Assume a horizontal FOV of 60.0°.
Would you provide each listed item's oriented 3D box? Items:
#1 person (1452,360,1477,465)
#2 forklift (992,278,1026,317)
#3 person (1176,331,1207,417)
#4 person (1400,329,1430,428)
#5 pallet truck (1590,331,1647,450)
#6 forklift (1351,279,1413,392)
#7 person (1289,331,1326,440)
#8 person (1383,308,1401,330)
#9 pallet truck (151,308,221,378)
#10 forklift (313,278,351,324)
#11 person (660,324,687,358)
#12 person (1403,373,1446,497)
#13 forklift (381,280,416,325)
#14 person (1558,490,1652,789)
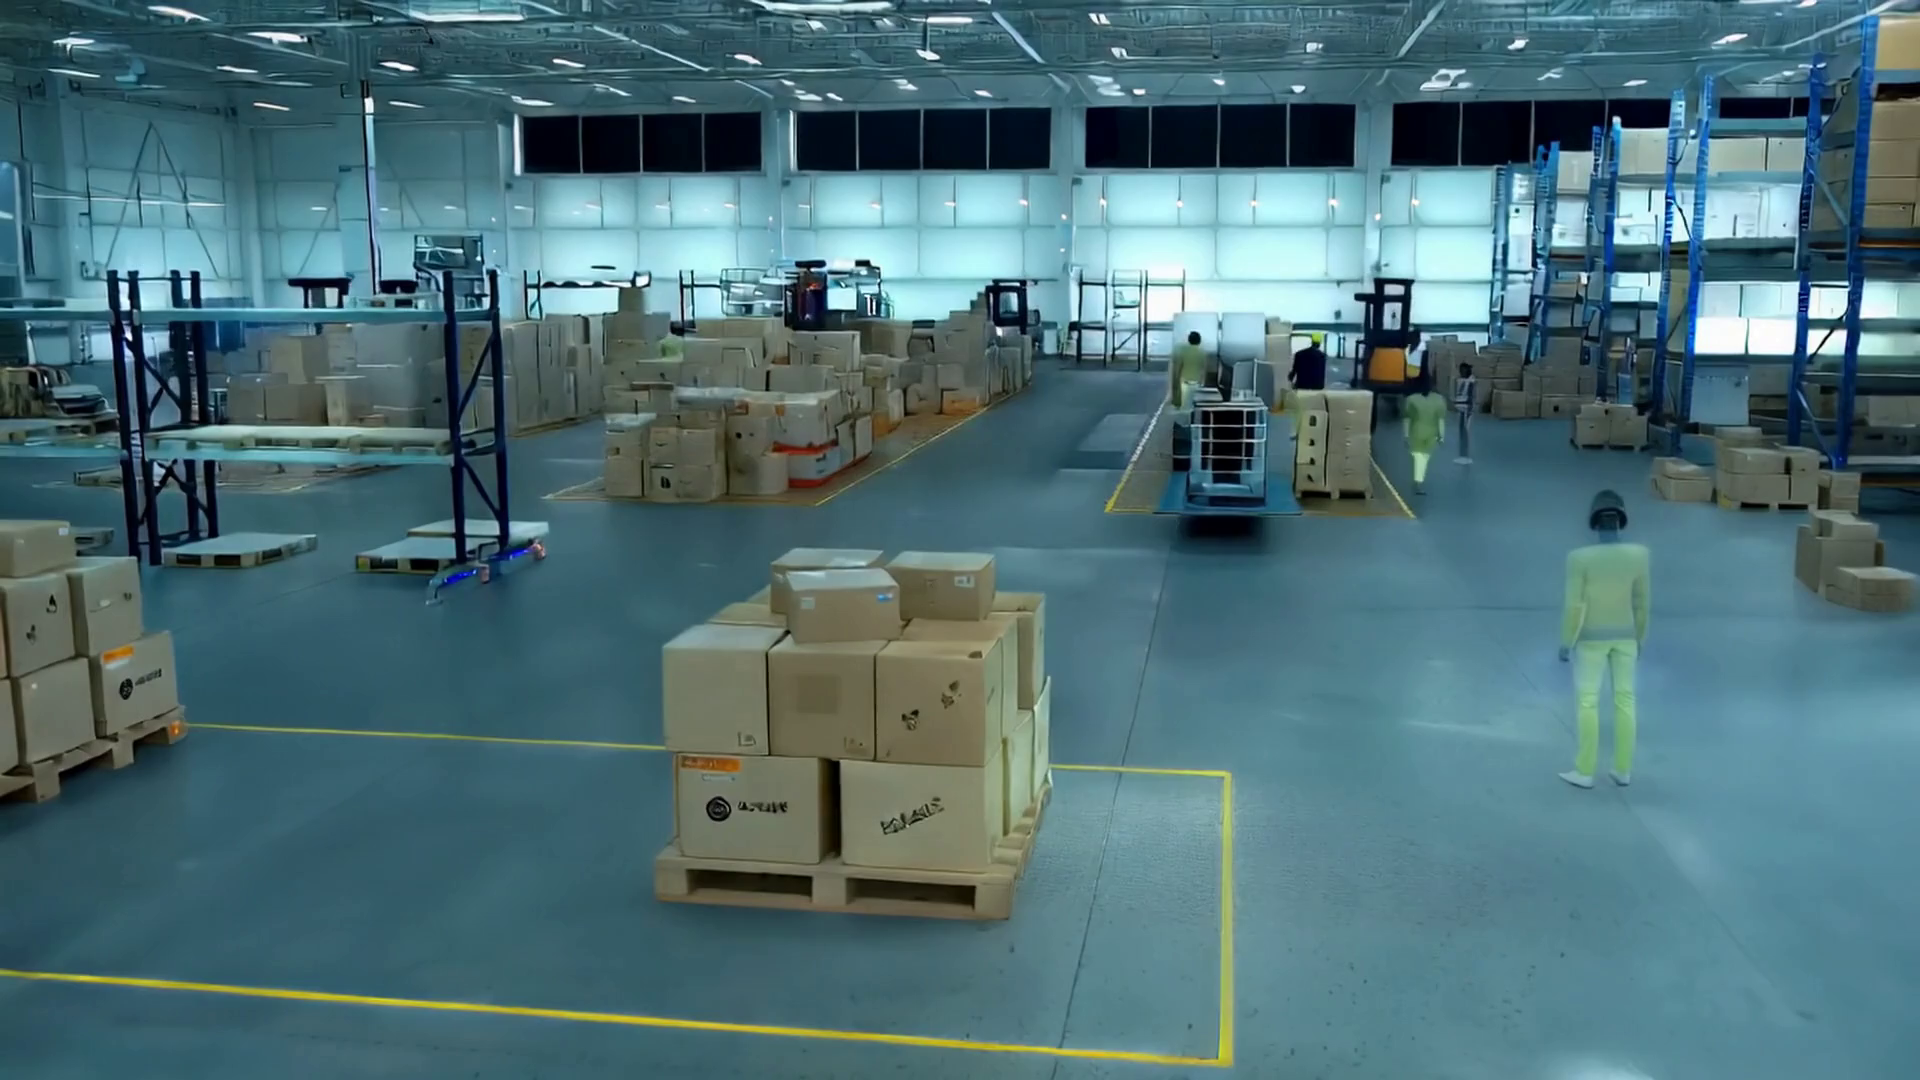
[{"bbox_3d":[7.924,-1.996,26.067,0.324,1.630,0.524,0,9,-1],"label":"person"},{"bbox_3d":[1.362,-5.967,46.714,1.129,2.768,1.873,1,9,9],"label":"forklift"},{"bbox_3d":[4.344,-2.935,31.032,0.622,1.894,0.862,5,10,27],"label":"person"},{"bbox_3d":[8.755,-3.089,31.963,0.397,1.911,0.587,-5,11,-29],"label":"person"},{"bbox_3d":[11.253,-2.573,28.499,0.823,1.965,1.885,5,10,27],"label":"pallet truck"},{"bbox_3d":[10.818,-5.155,41.710,1.129,2.768,1.873,-3,10,-15],"label":"forklift"},{"bbox_3d":[6.203,-2.774,29.902,0.625,1.957,0.843,9,13,44],"label":"person"},{"bbox_3d":[13.380,-6.244,51.503,0.565,1.880,1.009,5,11,30],"label":"person"},{"bbox_3d":[-21.869,-5.598,47.154,0.823,1.965,1.885,4,10,26],"label":"pallet truck"},{"bbox_3d":[-16.050,-5.309,42.656,1.129,2.768,1.873,3,10,16],"label":"forklift"},{"bbox_3d":[-5.998,-3.606,35.177,0.669,1.901,0.471,-1,9,-9],"label":"person"},{"bbox_3d":[6.234,-1.396,22.262,0.541,1.653,0.836,0,9,-2],"label":"person"},{"bbox_3d":[-11.956,-4.169,35.627,1.873,2.768,1.129,1,9,9],"label":"forklift"},{"bbox_3d":[3.767,0.585,9.763,0.525,1.759,0.337,-1,9,-6],"label":"person"}]
